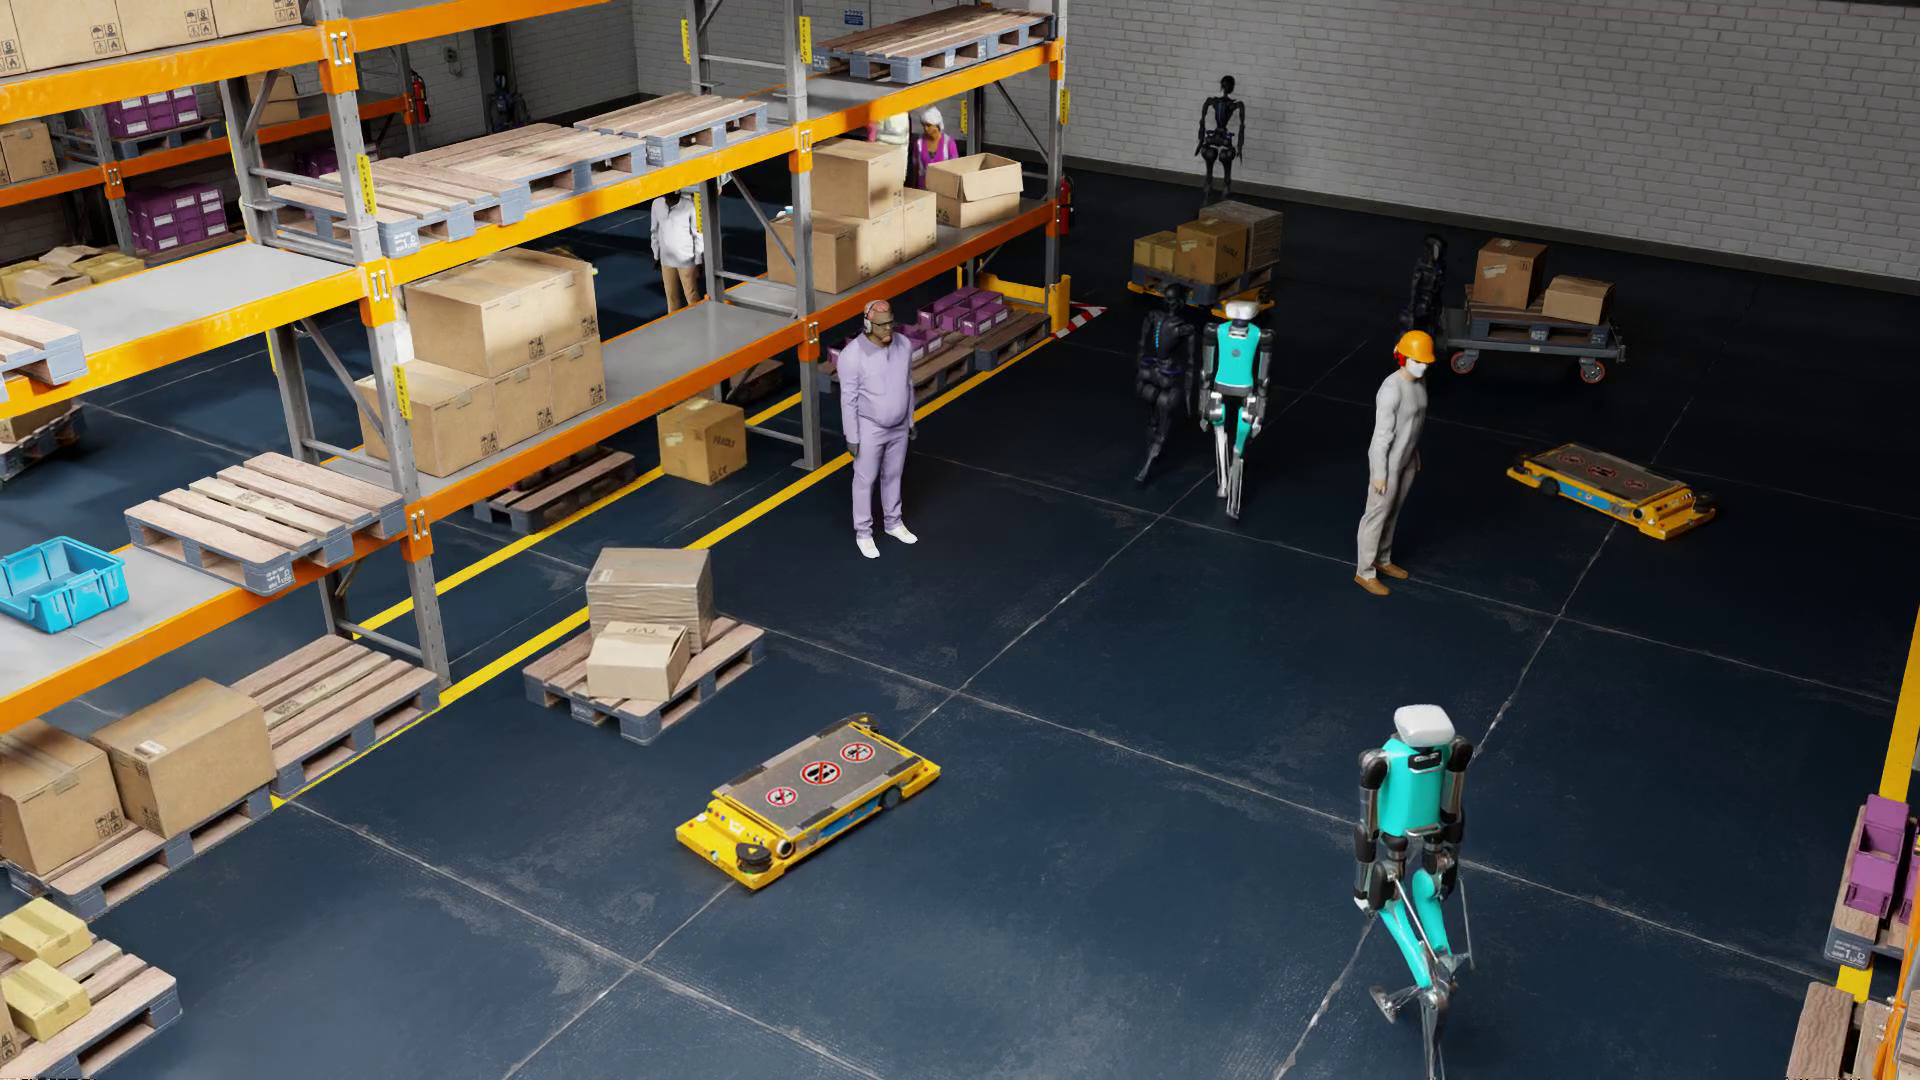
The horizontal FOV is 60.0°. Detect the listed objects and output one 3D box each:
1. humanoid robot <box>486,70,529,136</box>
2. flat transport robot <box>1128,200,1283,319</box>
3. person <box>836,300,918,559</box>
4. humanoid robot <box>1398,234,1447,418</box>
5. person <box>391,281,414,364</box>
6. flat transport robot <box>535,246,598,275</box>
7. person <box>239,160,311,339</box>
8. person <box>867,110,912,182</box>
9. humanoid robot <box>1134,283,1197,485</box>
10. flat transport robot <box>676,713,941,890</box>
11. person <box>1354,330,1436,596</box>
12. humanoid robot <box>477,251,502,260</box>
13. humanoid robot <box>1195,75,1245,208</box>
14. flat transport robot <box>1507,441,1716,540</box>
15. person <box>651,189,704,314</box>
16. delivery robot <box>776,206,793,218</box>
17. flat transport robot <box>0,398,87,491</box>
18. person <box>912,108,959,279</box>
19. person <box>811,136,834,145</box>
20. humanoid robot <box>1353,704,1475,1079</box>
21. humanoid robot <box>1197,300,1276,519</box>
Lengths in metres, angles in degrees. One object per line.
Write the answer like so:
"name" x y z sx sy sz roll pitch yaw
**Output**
"humanoid robot" -5.471 -4.946 20.402 0.583 1.643 0.520 5 27 9
"flat transport robot" 2.504 -2.601 17.323 0.659 0.231 1.431 -24 35 -38
"person" -0.561 -0.813 11.991 0.642 1.908 0.414 -22 34 -36
"humanoid robot" 3.971 -1.826 14.251 0.474 1.646 0.596 22 34 36
"person" -5.034 -2.245 14.834 0.454 1.894 0.666 -11 29 -21
"flat transport robot" -4.693 -2.871 17.855 1.431 0.231 0.659 -20 33 -34
"person" -6.656 -2.800 16.074 0.564 1.751 0.329 21 34 36
"person" -0.855 -4.687 19.719 0.629 1.816 0.747 -22 34 -36
"humanoid robot" 1.561 -1.243 13.146 0.683 1.627 0.611 -23 35 -38
"flat transport robot" -0.833 1.439 9.362 0.659 0.231 1.431 23 35 37
"person" 3.021 -0.553 11.496 0.375 1.893 0.567 22 34 36
"humanoid robot" -3.718 -1.312 13.232 0.557 1.813 0.936 6 27 11
"humanoid robot" 3.119 -4.739 20.010 0.610 1.650 0.362 11 29 20
"flat transport robot" 5.080 -0.411 13.007 0.659 0.231 1.431 -18 32 -31
"person" -2.699 -2.689 15.855 0.574 1.747 0.335 12 29 22
"delivery robot" -1.900 -3.447 18.678 0.499 0.598 0.802 -1 27 -2
"flat transport robot" -7.882 -0.645 13.469 0.659 0.231 1.431 4 27 8
"person" -0.234 -3.711 17.813 0.580 1.797 0.875 0 27 0
"person" -1.353 -3.554 17.414 0.886 1.898 0.528 9 28 17
"humanoid robot" 2.106 1.666 7.323 0.544 1.771 0.956 -8 28 -15
"humanoid robot" 2.076 -1.021 12.563 0.544 1.735 0.960 7 28 14
